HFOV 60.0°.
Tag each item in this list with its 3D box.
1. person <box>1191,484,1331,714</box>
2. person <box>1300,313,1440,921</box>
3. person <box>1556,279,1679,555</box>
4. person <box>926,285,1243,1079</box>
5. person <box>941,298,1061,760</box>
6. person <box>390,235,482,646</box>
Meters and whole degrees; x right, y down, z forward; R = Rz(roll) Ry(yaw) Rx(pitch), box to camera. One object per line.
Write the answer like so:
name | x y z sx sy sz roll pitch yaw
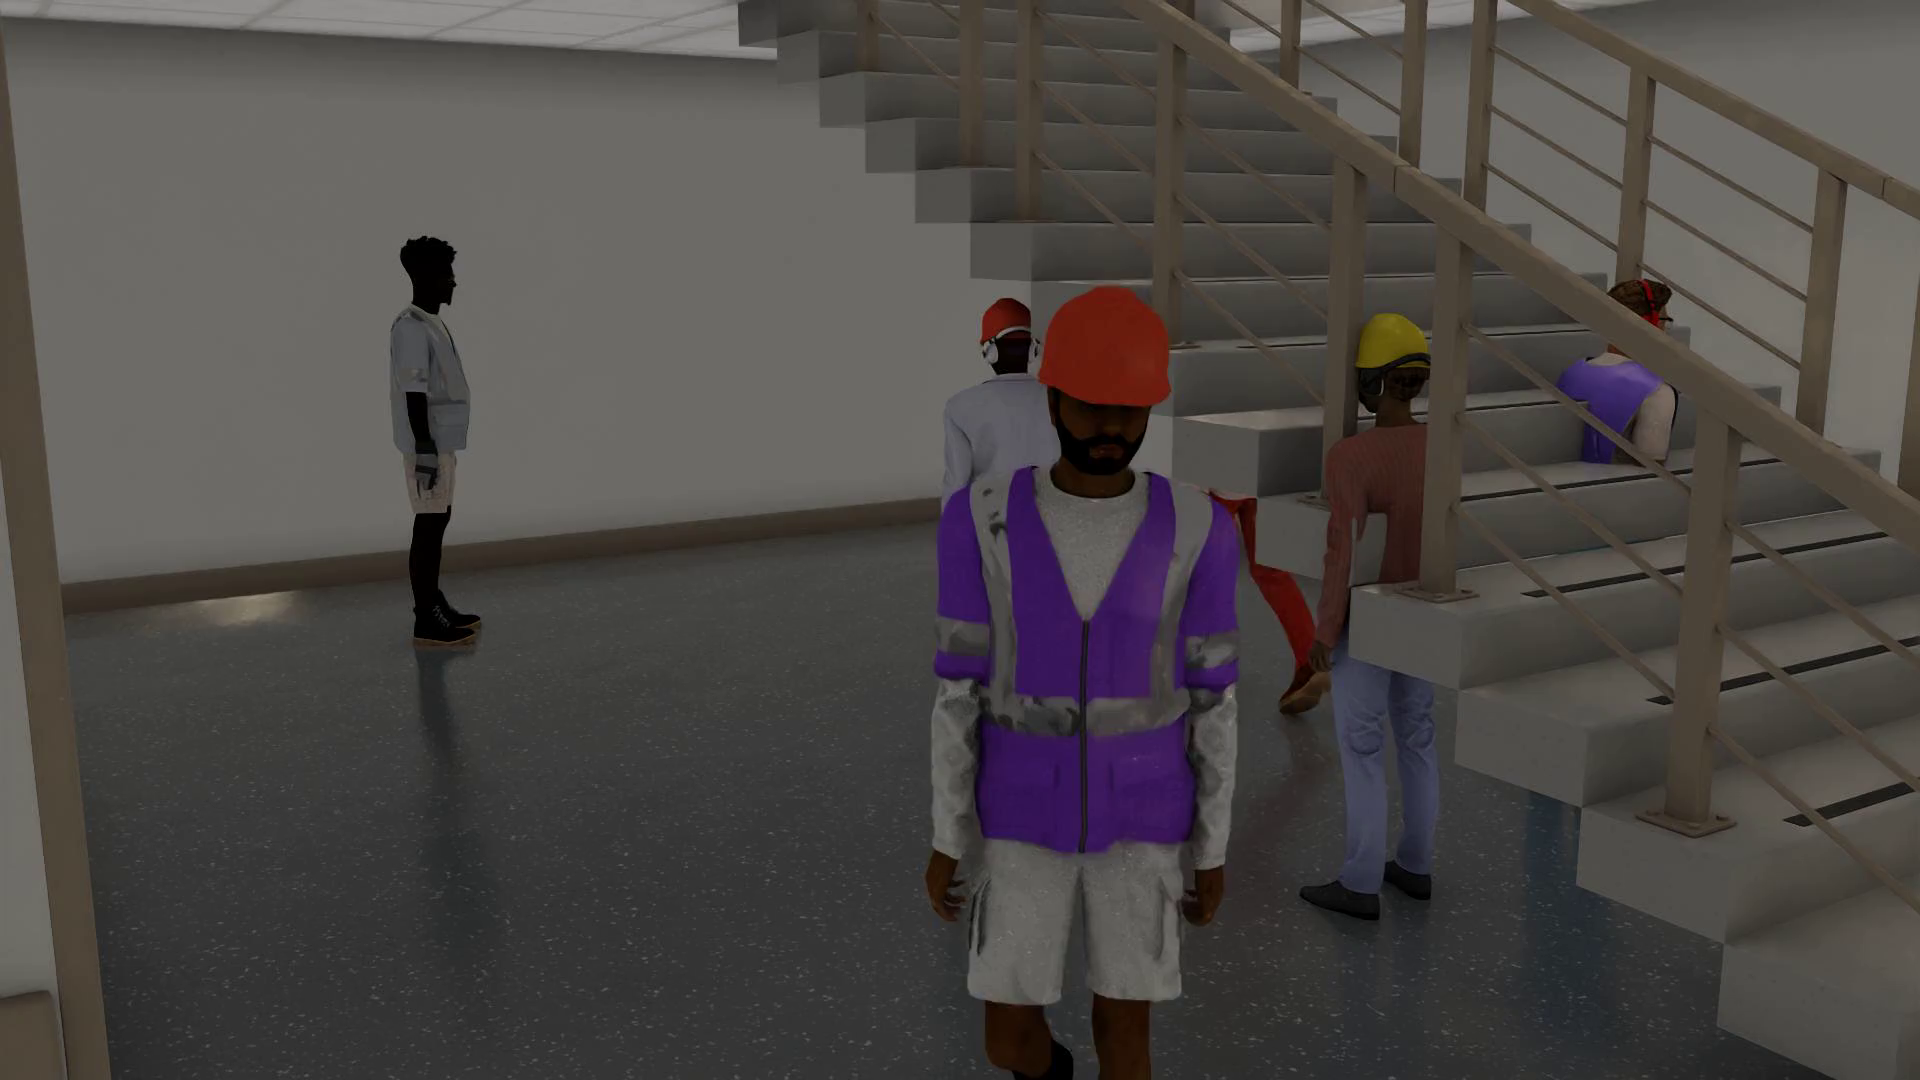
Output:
person | 1.222 -0.257 6.929 0.627 1.964 0.908 -6 12 -29
person | 1.227 0.227 4.881 0.535 1.767 0.315 -7 13 -34
person | 2.254 0.010 5.848 0.394 1.836 0.561 -3 11 -14
person | 0.225 0.493 3.075 0.575 1.919 0.569 1 11 3
person | 0.192 -0.031 6.272 0.561 1.748 0.332 -3 11 -16
person | -2.546 -0.478 8.047 0.361 1.964 0.617 -2 11 -9
